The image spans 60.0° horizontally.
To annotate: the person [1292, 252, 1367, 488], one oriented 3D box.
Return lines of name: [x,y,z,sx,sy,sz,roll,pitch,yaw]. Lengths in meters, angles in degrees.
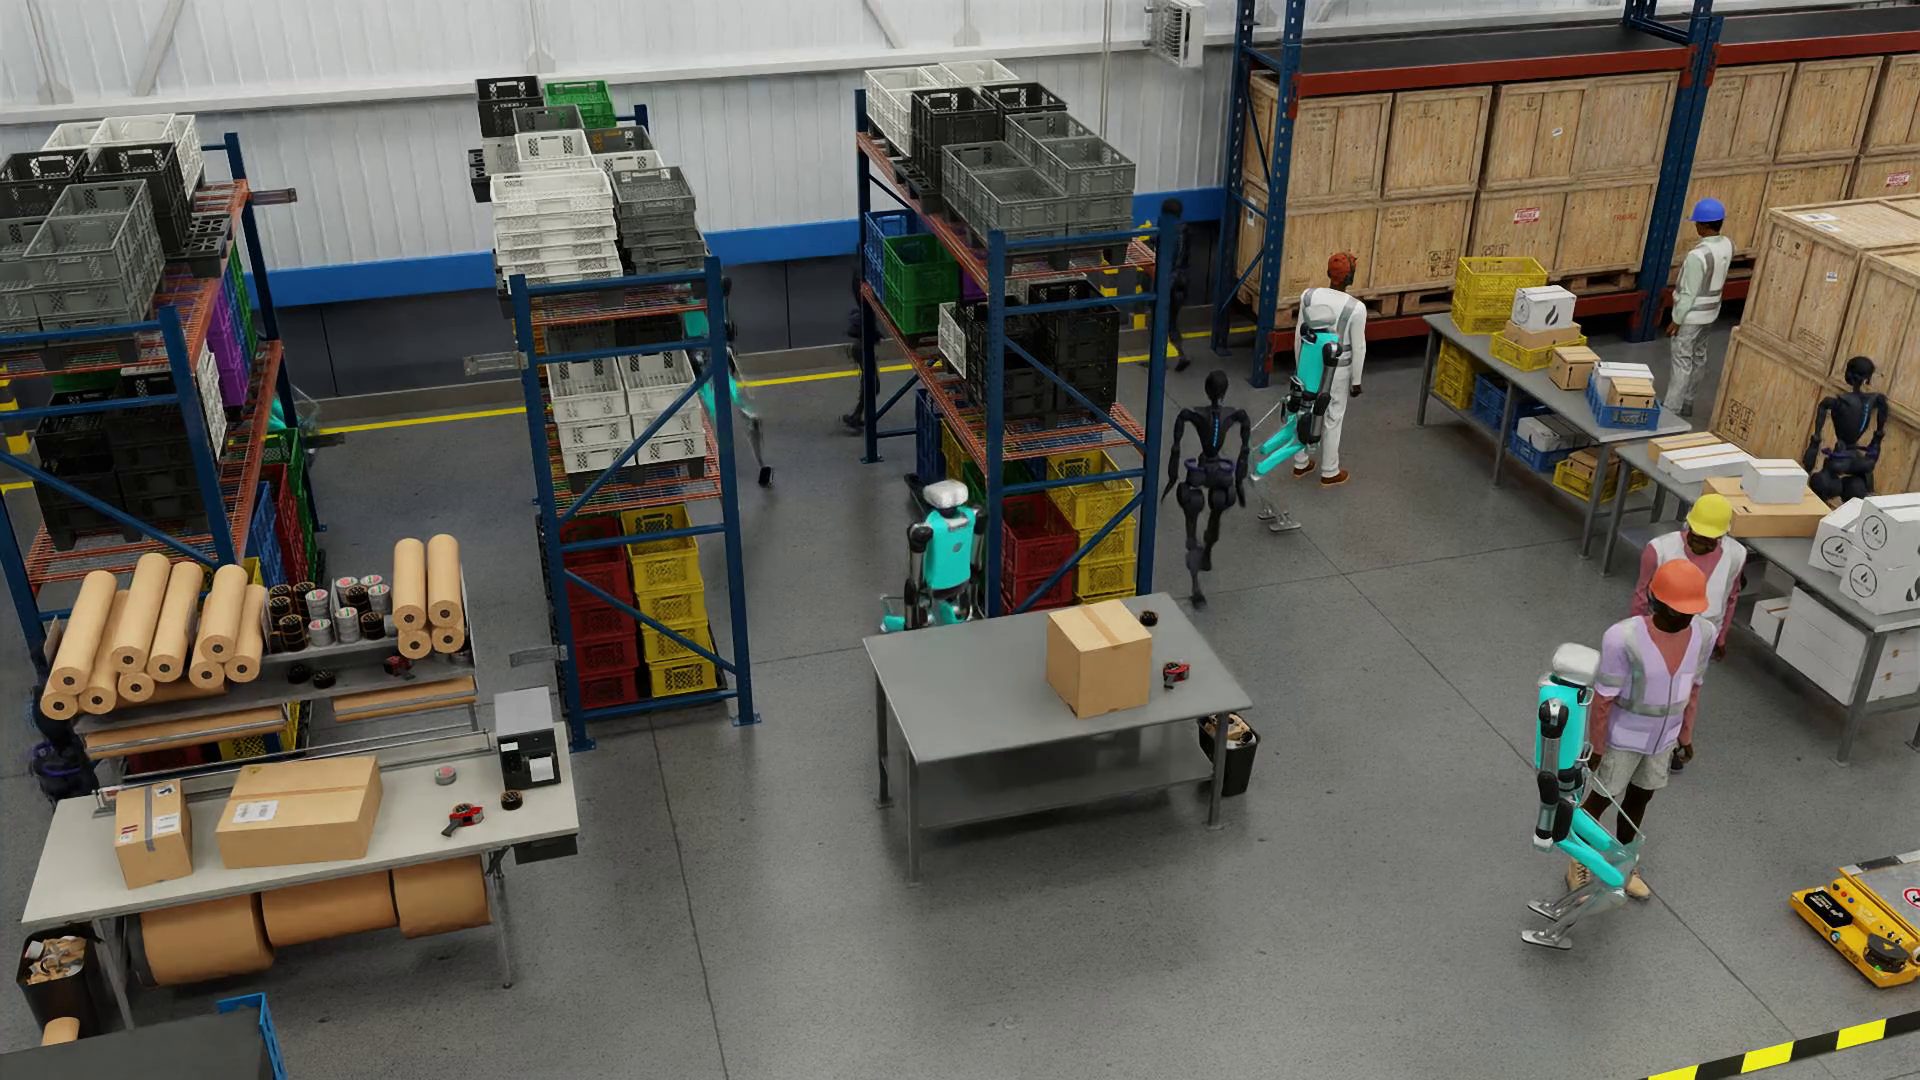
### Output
person: [2.851,-1.314,12.875,0.583,1.882,0.337,24,37,36]

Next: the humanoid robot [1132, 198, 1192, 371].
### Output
humanoid robot: [1.861,-2.252,14.823,0.601,1.641,0.527,-21,35,-33]

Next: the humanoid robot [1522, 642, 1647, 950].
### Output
humanoid robot: [3.100,1.307,8.123,0.735,1.673,0.533,15,32,25]

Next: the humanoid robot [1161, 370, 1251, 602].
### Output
humanoid robot: [1.702,-0.394,11.484,0.589,1.656,0.764,-1,29,-3]

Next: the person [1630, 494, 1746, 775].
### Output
person: [4.133,0.543,9.556,0.588,1.826,0.404,1,29,1]

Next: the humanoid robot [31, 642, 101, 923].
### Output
humanoid robot: [-4.519,1.225,8.478,0.433,1.631,0.610,-22,36,-35]

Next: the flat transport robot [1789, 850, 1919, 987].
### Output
flat transport robot: [5.163,1.916,8.676,1.431,0.231,0.659,-8,30,-14]

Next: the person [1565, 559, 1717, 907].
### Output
person: [3.493,0.998,8.506,0.605,2.043,0.375,-6,29,-11]

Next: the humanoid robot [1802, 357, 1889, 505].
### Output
humanoid robot: [6.165,-0.482,11.624,0.589,1.622,0.820,-5,29,-8]

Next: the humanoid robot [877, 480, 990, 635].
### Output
humanoid robot: [-0.204,0.376,9.958,0.537,1.743,1.005,-19,34,-31]

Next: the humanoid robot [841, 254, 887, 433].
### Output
humanoid robot: [-0.781,-1.686,13.774,0.360,1.646,0.607,1,29,3]

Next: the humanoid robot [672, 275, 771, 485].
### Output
humanoid robot: [-1.791,-1.252,12.957,0.548,1.809,0.889,-24,37,-36]

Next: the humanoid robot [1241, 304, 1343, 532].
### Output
humanoid robot: [2.338,-0.872,12.117,0.732,1.695,0.531,-6,29,-10]

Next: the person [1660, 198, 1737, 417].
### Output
person: [6.113,-1.894,13.875,0.602,1.938,0.398,-23,36,-35]

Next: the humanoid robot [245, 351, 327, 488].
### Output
humanoid robot: [-5.137,-1.076,12.592,0.760,1.786,0.535,-4,29,-7]
